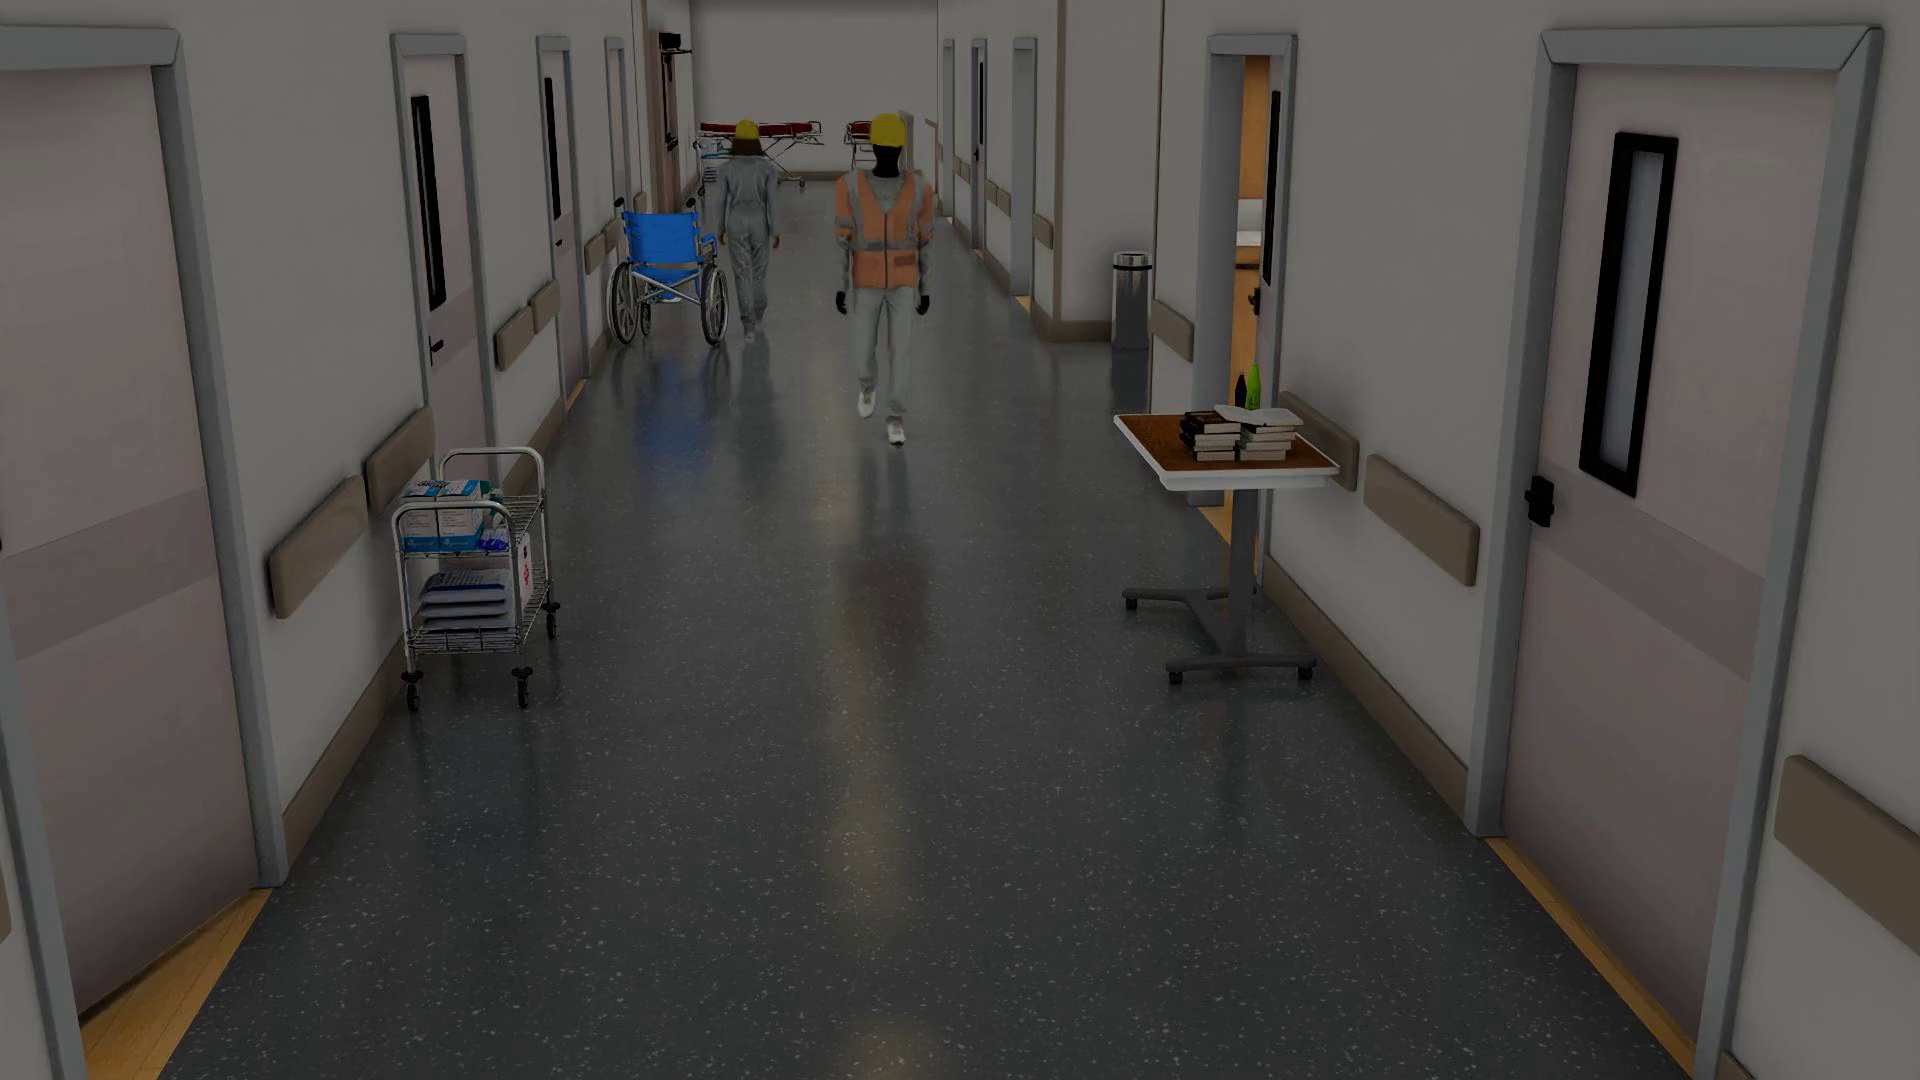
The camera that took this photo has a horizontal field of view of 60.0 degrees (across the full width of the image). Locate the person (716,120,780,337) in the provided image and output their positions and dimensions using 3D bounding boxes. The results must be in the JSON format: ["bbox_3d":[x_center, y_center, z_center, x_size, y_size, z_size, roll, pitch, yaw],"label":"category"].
[{"bbox_3d":[-1.722,-2.538,13.508,0.505,1.687,0.889,-2,17,-8],"label":"person"}]

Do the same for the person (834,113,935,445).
[{"bbox_3d":[-0.445,-1.554,9.857,0.600,1.914,0.616,-2,17,-6],"label":"person"}]
